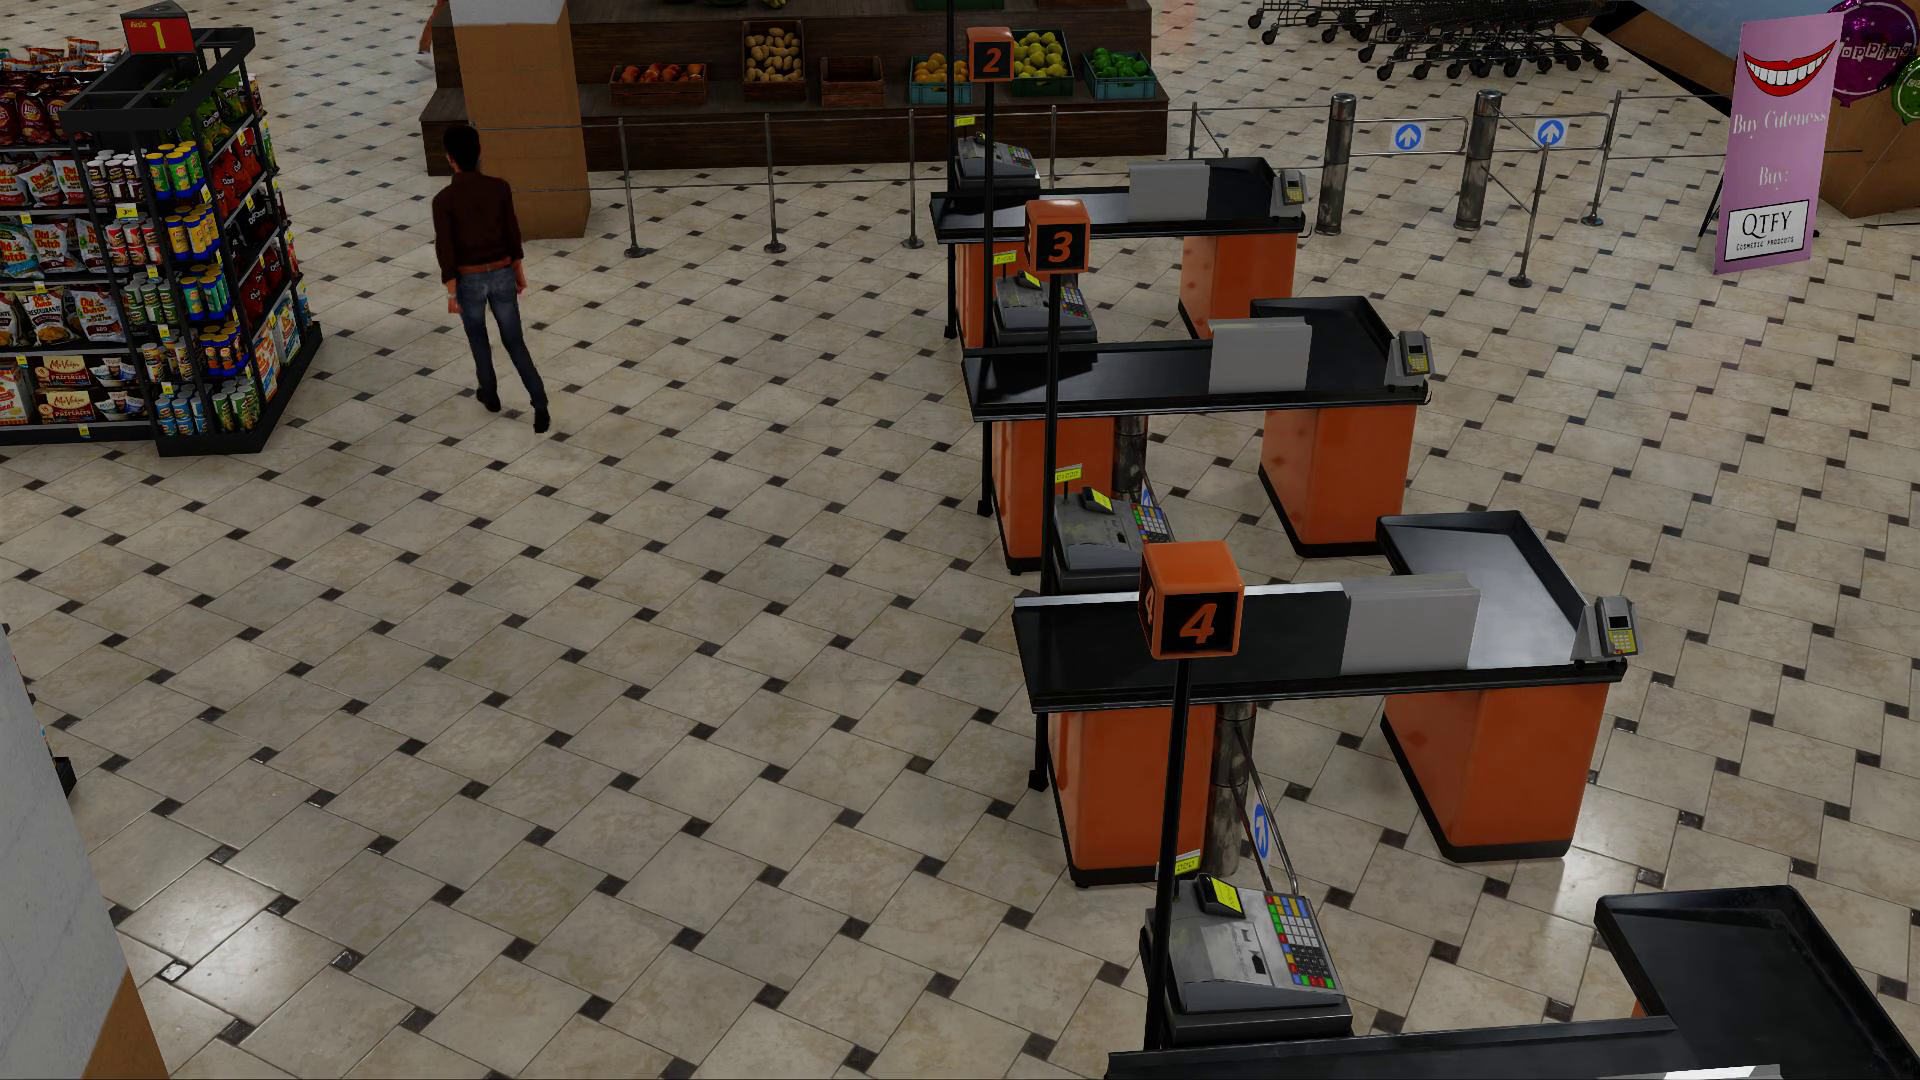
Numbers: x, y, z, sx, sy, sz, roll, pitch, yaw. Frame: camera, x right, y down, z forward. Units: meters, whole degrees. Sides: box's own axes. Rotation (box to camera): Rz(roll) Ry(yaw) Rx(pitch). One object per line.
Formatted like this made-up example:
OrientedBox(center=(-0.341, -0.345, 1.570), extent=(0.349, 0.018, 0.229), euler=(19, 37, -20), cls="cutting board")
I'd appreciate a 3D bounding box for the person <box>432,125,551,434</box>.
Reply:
OrientedBox(center=(-2.591, -1.397, 9.249), extent=(1.162, 1.750, 1.077), euler=(-20, 37, -29), cls="person")
